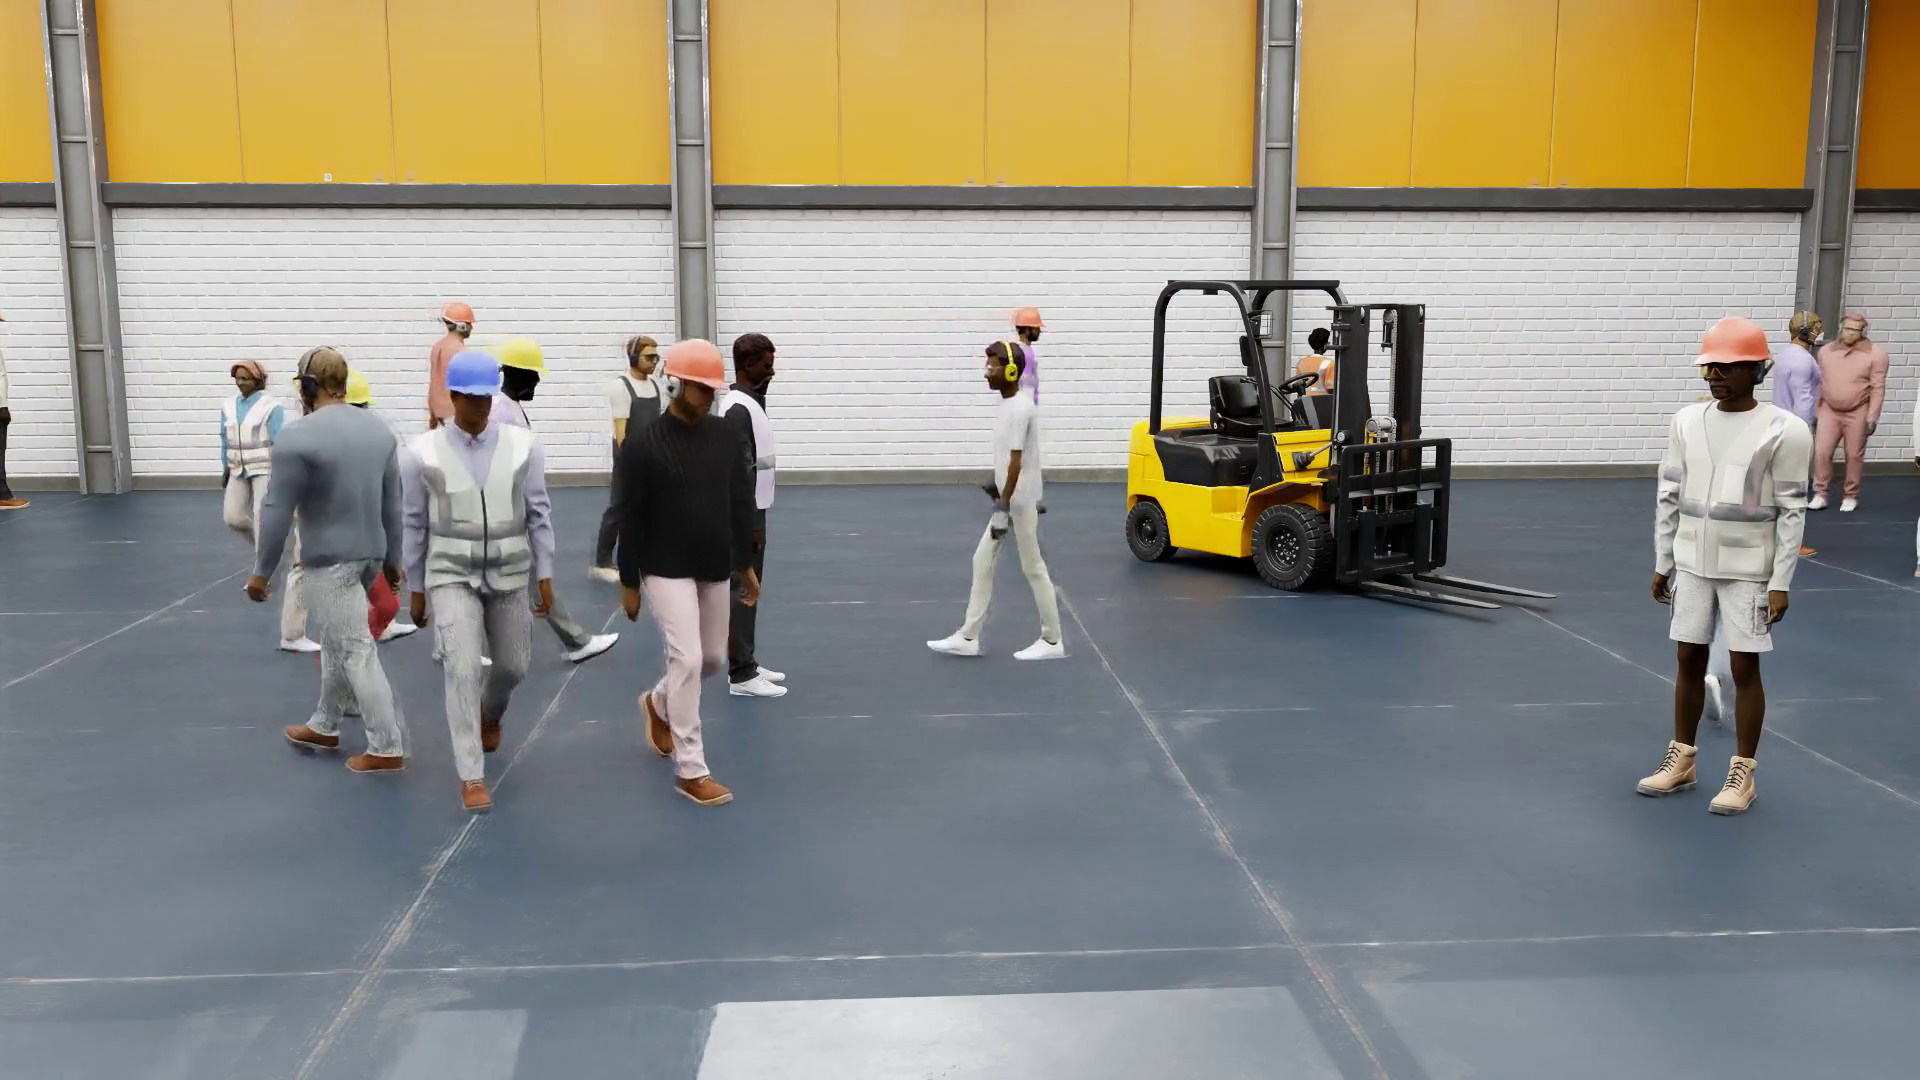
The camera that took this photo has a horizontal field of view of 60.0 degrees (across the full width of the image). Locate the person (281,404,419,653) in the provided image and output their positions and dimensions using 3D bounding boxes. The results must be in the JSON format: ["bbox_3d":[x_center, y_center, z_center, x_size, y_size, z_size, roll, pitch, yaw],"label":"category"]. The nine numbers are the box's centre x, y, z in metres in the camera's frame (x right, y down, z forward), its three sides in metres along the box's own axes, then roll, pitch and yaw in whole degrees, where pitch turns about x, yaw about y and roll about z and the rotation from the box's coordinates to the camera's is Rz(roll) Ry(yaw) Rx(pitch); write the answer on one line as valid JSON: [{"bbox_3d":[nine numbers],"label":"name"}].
[{"bbox_3d":[-3.624,-0.129,9.727,0.834,1.593,0.536,-2,9,-9],"label":"person"}]

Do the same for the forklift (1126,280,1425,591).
[{"bbox_3d":[2.301,-0.860,12.475,1.214,2.155,2.313,-6,11,-35],"label":"forklift"}]

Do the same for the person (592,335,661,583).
[{"bbox_3d":[-2.269,-0.546,11.793,0.983,1.796,0.514,6,11,35],"label":"person"}]

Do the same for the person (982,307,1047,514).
[{"bbox_3d":[0.552,-1.187,15.376,0.507,1.926,0.546,-1,9,-8],"label":"person"}]

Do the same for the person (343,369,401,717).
[{"bbox_3d":[-3.033,0.028,8.290,0.390,1.750,0.530,0,9,-2],"label":"person"}]

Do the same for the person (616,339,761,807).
[{"bbox_3d":[-1.219,0.106,7.182,0.611,1.960,0.839,-9,12,-43],"label":"person"}]

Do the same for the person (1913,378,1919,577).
[{"bbox_3d":[7.224,-0.640,12.068,0.349,1.882,0.577,-6,11,-33],"label":"person"}]

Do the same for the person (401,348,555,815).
[{"bbox_3d":[-2.068,0.136,7.106,0.625,1.918,0.806,-5,10,-27],"label":"person"}]

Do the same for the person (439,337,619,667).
[{"bbox_3d":[-2.485,-0.199,9.369,1.029,1.859,0.603,-2,9,-10],"label":"person"}]

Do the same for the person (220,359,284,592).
[{"bbox_3d":[-4.962,-0.466,11.743,0.538,1.622,0.463,3,9,17],"label":"person"}]

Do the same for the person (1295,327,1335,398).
[{"bbox_3d":[3.609,-1.303,16.846,0.321,1.695,0.533,-6,11,-32],"label":"person"}]

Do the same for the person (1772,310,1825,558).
[{"bbox_3d":[6.598,-0.838,13.140,0.372,1.940,0.631,2,9,12],"label":"person"}]

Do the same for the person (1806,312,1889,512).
[{"bbox_3d":[8.227,-1.171,15.449,0.656,1.873,0.731,9,13,44],"label":"person"}]

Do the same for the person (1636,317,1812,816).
[{"bbox_3d":[3.148,0.107,6.878,0.378,2.044,0.607,-7,11,-37],"label":"person"}]

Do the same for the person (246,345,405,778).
[{"bbox_3d":[-2.846,0.101,7.380,0.929,1.899,0.646,3,10,20],"label":"person"}]

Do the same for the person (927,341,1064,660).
[{"bbox_3d":[0.203,-0.203,9.457,0.886,1.831,0.545,-1,9,-8],"label":"person"}]

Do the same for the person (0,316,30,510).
[{"bbox_3d":[-9.185,-1.277,15.750,0.608,1.986,0.389,6,11,32],"label":"person"}]

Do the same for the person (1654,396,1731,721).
[{"bbox_3d":[3.756,0.084,8.336,0.537,1.611,0.658,5,10,27],"label":"person"}]

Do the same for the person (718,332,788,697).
[{"bbox_3d":[-1.128,-0.137,8.814,0.393,1.915,0.591,-1,9,-6],"label":"person"}]

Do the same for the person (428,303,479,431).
[{"bbox_3d":[-4.424,-1.143,14.970,0.902,1.957,0.652,-8,12,-41],"label":"person"}]
